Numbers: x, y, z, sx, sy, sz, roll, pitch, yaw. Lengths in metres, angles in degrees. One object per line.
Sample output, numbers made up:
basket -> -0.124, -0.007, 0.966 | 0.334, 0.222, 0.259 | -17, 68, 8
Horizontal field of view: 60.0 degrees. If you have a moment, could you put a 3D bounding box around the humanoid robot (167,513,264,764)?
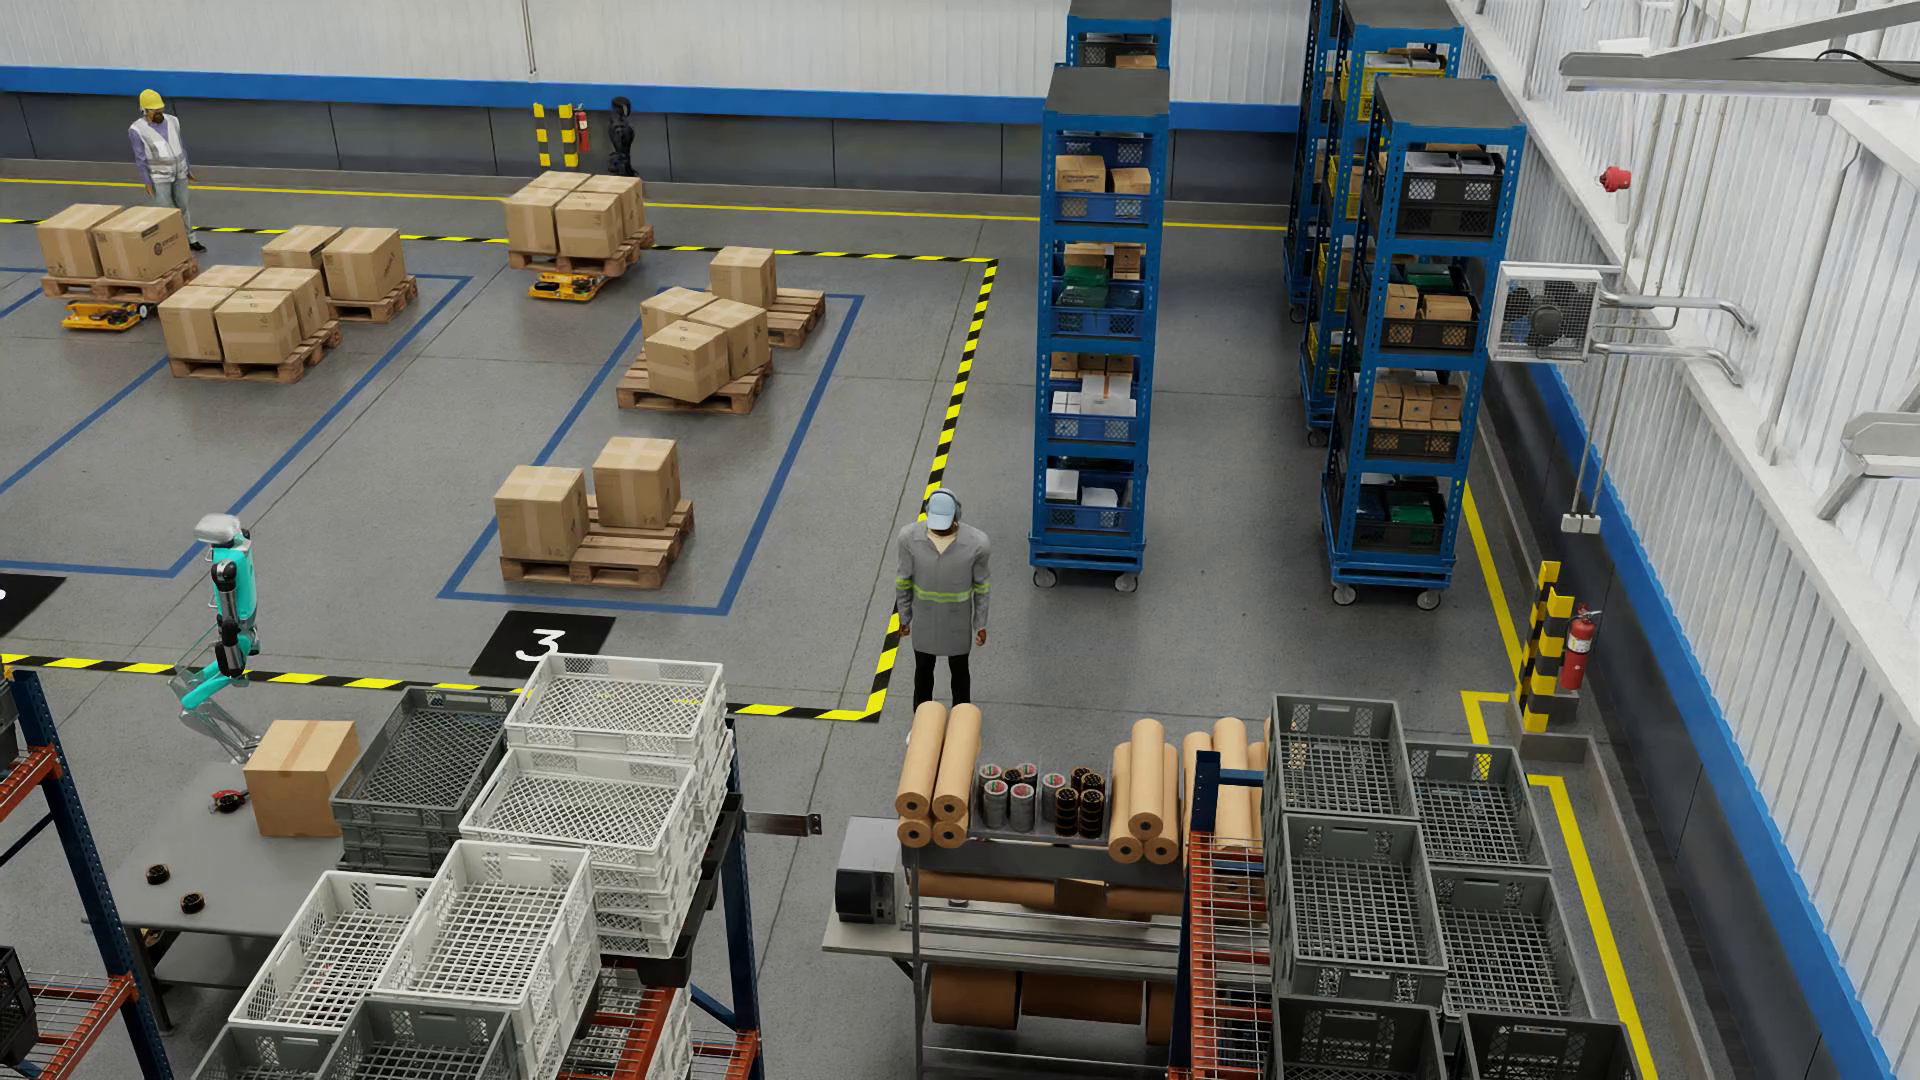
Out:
humanoid robot -> -4.519, 0.626, 10.009 | 0.735, 1.672, 0.533 | -5, 31, -9

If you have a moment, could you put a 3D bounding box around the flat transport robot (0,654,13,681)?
flat transport robot -> -7.142, 0.969, 11.010 | 1.431, 0.231, 0.659 | 3, 30, 6

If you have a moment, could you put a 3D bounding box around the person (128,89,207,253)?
person -> -8.508, -3.930, 17.869 | 0.403, 1.831, 0.592 | 17, 34, 27

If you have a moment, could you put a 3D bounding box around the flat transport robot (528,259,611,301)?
flat transport robot -> -3.984, -2.907, 17.638 | 0.652, 0.197, 1.431 | 6, 31, 10

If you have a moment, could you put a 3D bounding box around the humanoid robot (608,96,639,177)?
humanoid robot -> -3.783, -4.049, 18.257 | 0.697, 1.632, 0.609 | -2, 30, -4

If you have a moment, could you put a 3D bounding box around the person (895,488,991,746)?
person -> -0.112, 0.487, 10.268 | 0.586, 1.848, 0.395 | 4, 30, 6

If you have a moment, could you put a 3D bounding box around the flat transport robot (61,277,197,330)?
flat transport robot -> -8.471, -2.514, 16.964 | 0.652, 0.197, 1.431 | 3, 30, 6
